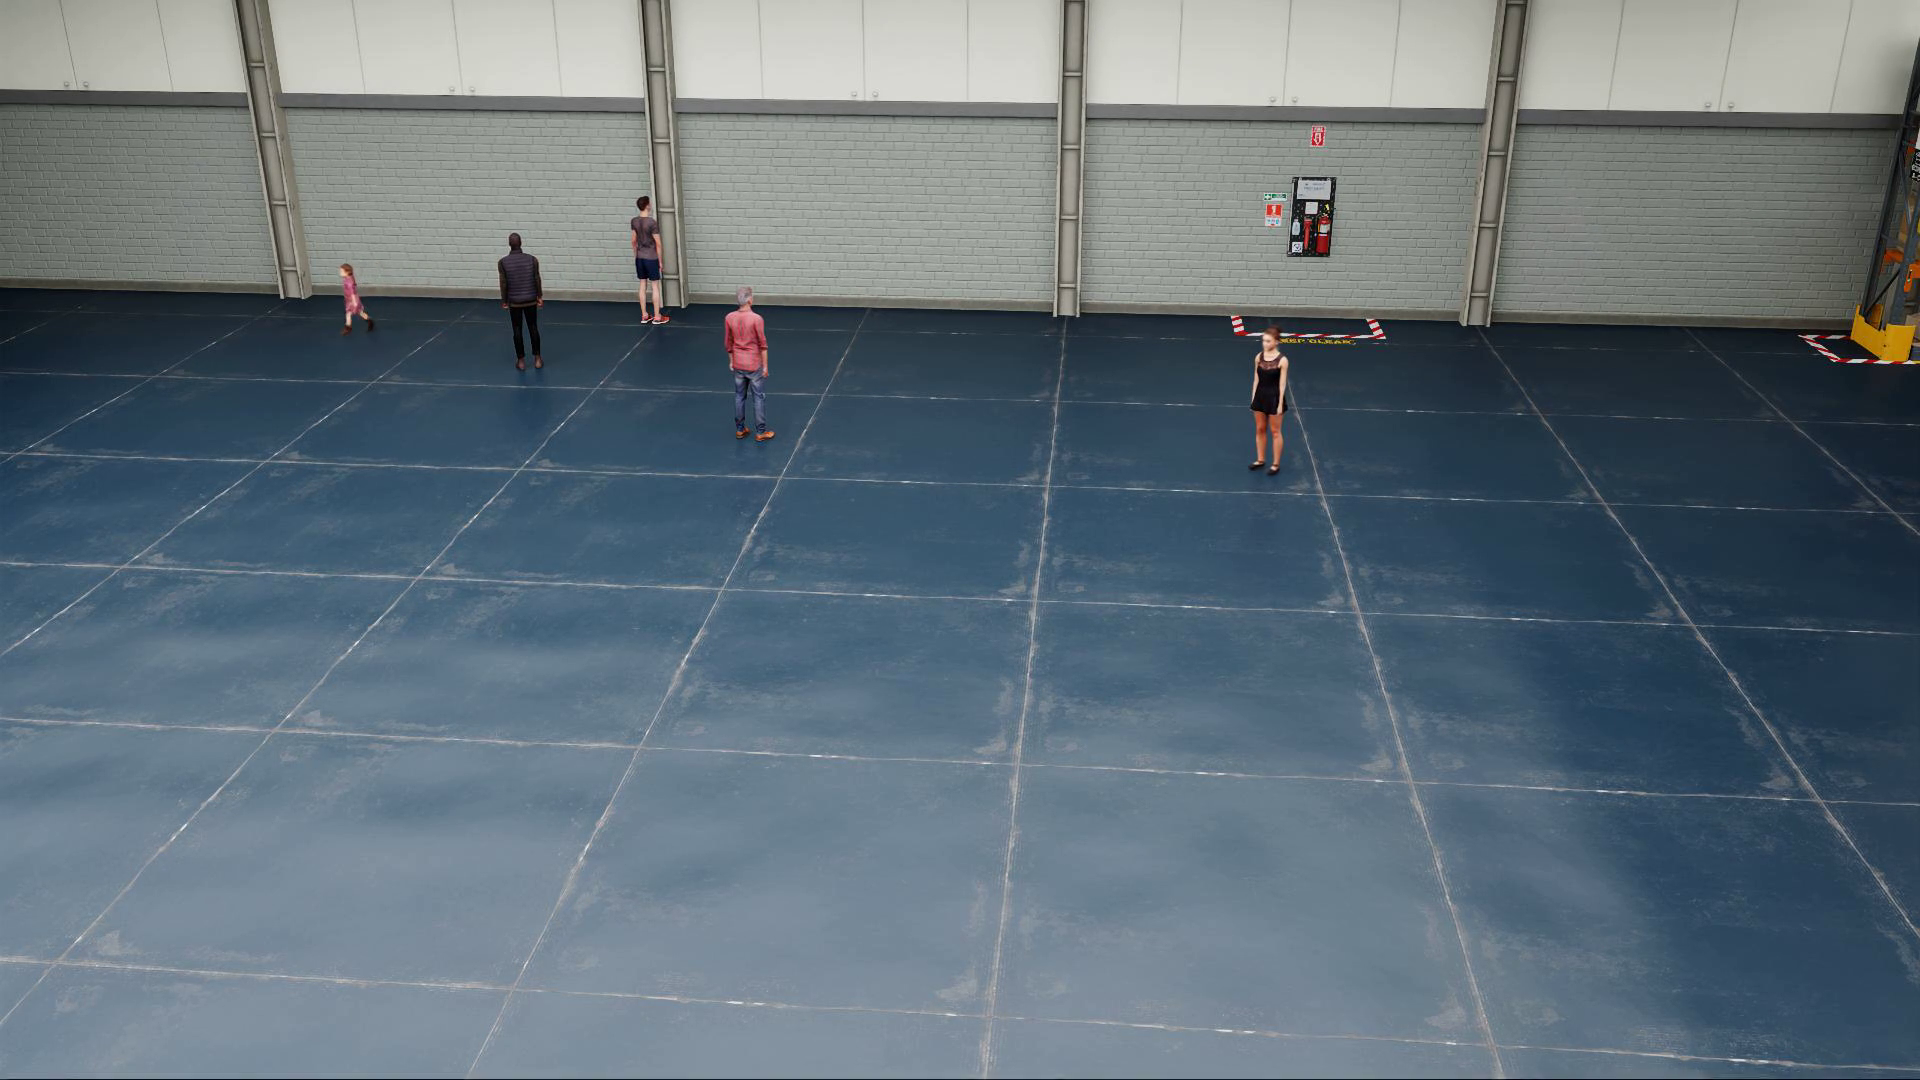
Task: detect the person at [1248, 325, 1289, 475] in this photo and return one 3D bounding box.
[{"bbox_3d":[3.456,-1.569,18.537,0.672,1.679,0.749,20,30,39],"label":"person"}]

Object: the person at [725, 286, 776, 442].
[{"bbox_3d":[-2.489,-2.077,19.537,0.609,1.831,0.807,9,25,21],"label":"person"}]

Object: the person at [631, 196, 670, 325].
[{"bbox_3d":[-4.553,-4.075,24.208,0.619,1.852,0.774,11,25,24],"label":"person"}]

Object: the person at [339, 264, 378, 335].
[{"bbox_3d":[-8.652,-3.451,23.813,0.798,1.012,0.628,-8,24,-18],"label":"person"}]

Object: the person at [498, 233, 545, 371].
[{"bbox_3d":[-5.828,-3.183,22.132,0.671,1.836,0.829,-8,24,-17],"label":"person"}]
